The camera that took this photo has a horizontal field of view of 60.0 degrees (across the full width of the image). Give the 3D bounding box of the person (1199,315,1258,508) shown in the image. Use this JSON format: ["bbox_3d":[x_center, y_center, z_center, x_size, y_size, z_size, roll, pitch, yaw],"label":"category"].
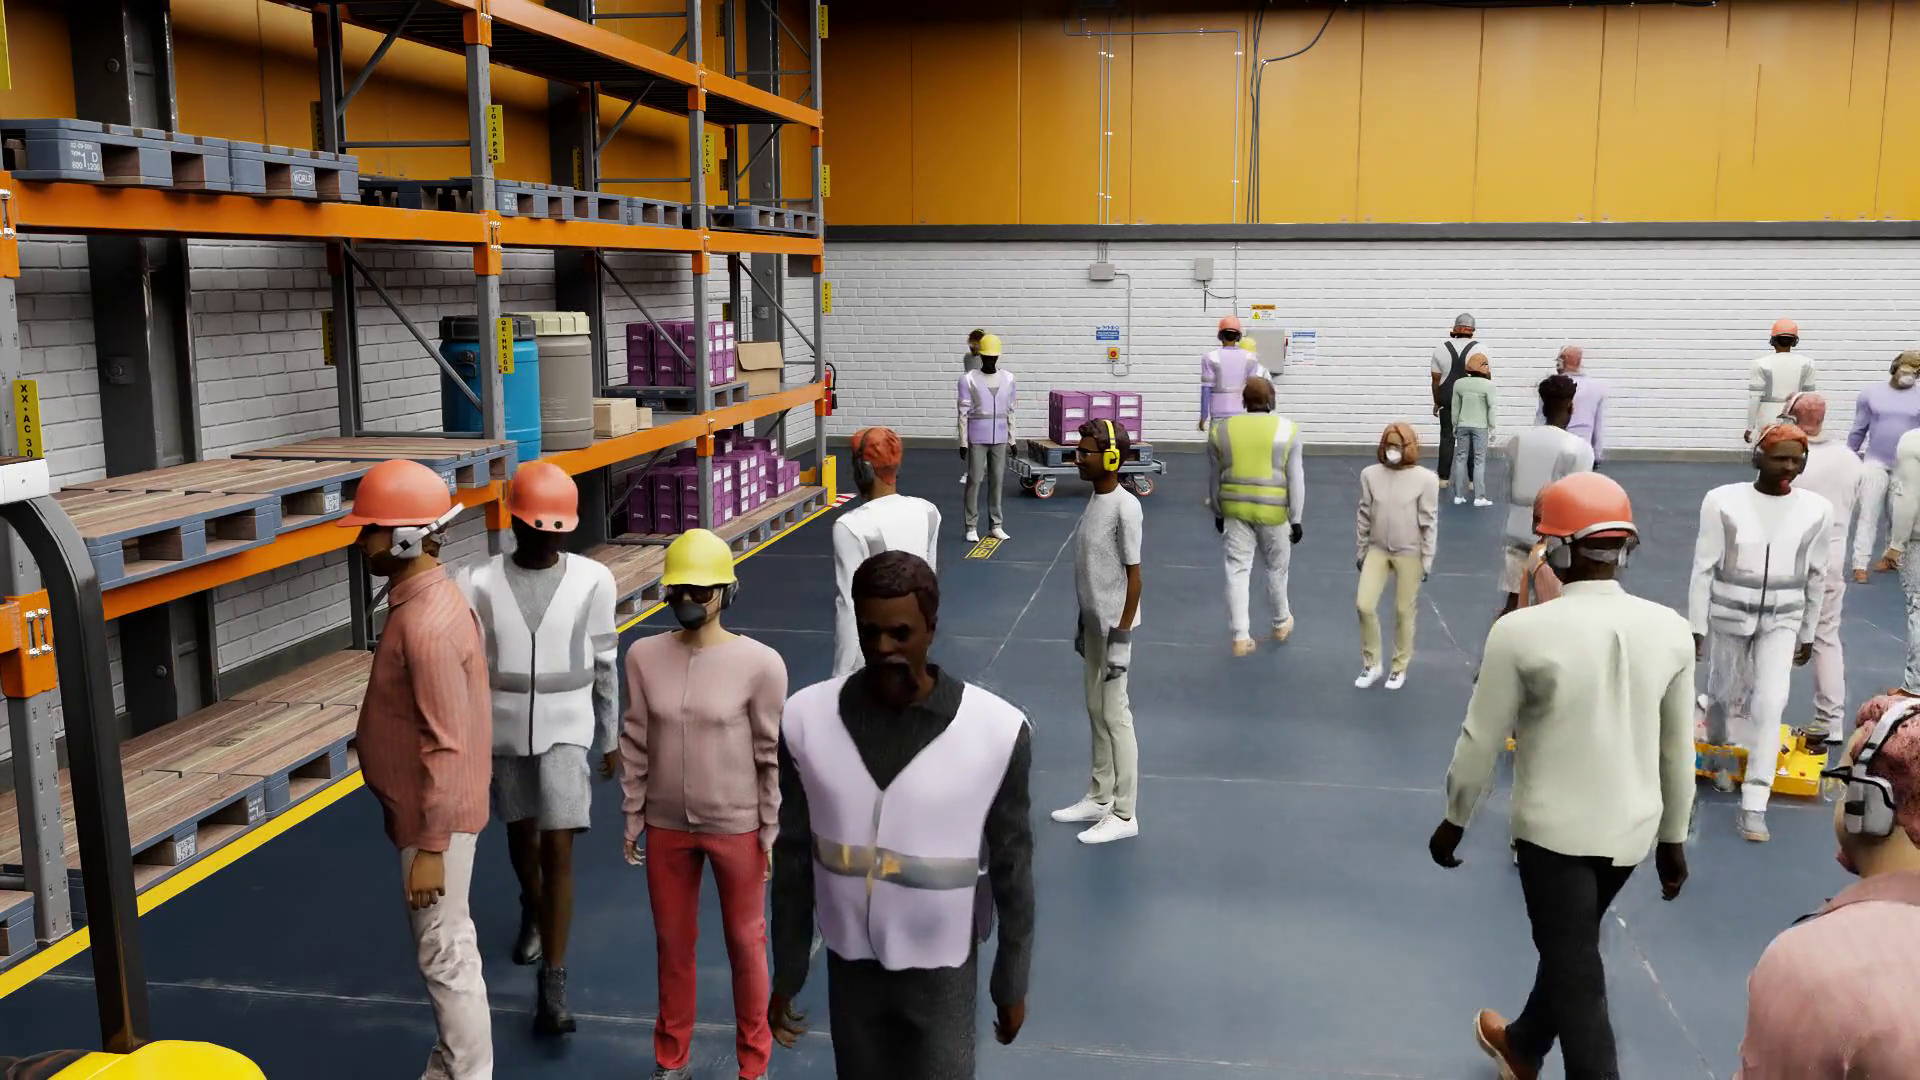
[{"bbox_3d":[2.821,-1.348,17.556,0.613,2.041,0.390,-2,9,-9],"label":"person"}]

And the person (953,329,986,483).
[{"bbox_3d":[0.160,-1.565,19.533,0.390,1.833,0.569,-8,12,-41],"label":"person"}]

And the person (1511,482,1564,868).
[{"bbox_3d":[2.471,0.568,6.979,0.309,1.641,0.515,3,10,18],"label":"person"}]

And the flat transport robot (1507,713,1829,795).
[{"bbox_3d":[3.589,1.012,8.448,1.431,0.197,0.652,6,11,31],"label":"flat transport robot"}]

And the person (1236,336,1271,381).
[{"bbox_3d":[3.115,-1.349,18.299,0.612,1.805,0.624,4,10,24],"label":"person"}]

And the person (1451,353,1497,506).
[{"bbox_3d":[5.493,-1.181,17.783,0.507,1.631,0.266,9,13,44],"label":"person"}]

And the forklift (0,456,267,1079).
[{"bbox_3d":[-2.328,0.975,2.765,2.313,2.155,1.214,1,9,9],"label":"forklift"}]

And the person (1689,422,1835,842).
[{"bbox_3d":[3.649,0.362,7.643,0.587,1.845,0.958,3,10,18],"label":"person"}]

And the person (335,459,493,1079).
[{"bbox_3d":[-1.503,0.765,4.672,0.381,1.994,0.622,-3,10,-20],"label":"person"}]

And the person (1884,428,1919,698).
[{"bbox_3d":[5.599,0.014,9.476,0.635,1.937,0.354,0,9,-3],"label":"person"}]

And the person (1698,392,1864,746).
[{"bbox_3d":[4.491,0.131,8.995,0.648,1.880,0.770,-2,9,-11],"label":"person"}]

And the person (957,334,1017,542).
[{"bbox_3d":[0.267,-0.940,15.402,0.591,1.923,0.381,-4,10,-23],"label":"person"}]

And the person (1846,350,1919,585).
[{"bbox_3d":[7.562,-0.608,13.531,0.695,1.885,0.947,7,11,36],"label":"person"}]

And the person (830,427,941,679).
[{"bbox_3d":[-0.319,0.473,6.819,0.355,1.884,0.575,7,12,38],"label":"person"}]

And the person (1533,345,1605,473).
[{"bbox_3d":[5.336,-0.781,14.625,0.654,1.864,1.005,-4,10,-23],"label":"person"}]

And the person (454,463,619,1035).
[{"bbox_3d":[-1.454,0.661,5.701,0.580,1.878,1.044,-1,9,-8],"label":"person"}]

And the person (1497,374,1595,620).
[{"bbox_3d":[3.415,-0.012,9.756,0.910,1.923,0.614,-7,11,-36],"label":"person"}]

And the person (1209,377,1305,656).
[{"bbox_3d":[1.995,-0.178,11.073,0.650,1.800,0.902,4,10,21],"label":"person"}]

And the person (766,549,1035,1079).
[{"bbox_3d":[-0.136,0.956,3.755,0.587,1.907,0.439,3,10,17],"label":"person"}]

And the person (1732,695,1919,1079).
[{"bbox_3d":[1.450,1.182,2.503,0.670,1.866,0.914,-4,10,-25],"label":"person"}]

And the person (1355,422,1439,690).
[{"bbox_3d":[2.565,0.106,9.878,0.519,1.613,0.493,6,11,33],"label":"person"}]

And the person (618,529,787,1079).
[{"bbox_3d":[-0.755,0.841,4.899,0.525,1.772,0.309,2,9,12],"label":"person"}]

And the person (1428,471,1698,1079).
[{"bbox_3d":[1.676,0.776,4.717,0.634,1.944,0.976,-3,10,-16],"label":"person"}]

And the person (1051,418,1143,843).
[{"bbox_3d":[0.626,0.397,7.328,0.328,1.871,0.521,-3,10,-15],"label":"person"}]

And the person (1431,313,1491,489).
[{"bbox_3d":[5.786,-1.606,19.153,0.673,2.000,0.536,5,11,30],"label":"person"}]

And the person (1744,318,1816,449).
[{"bbox_3d":[8.014,-1.145,16.302,0.605,2.045,0.377,1,9,8],"label":"person"}]
